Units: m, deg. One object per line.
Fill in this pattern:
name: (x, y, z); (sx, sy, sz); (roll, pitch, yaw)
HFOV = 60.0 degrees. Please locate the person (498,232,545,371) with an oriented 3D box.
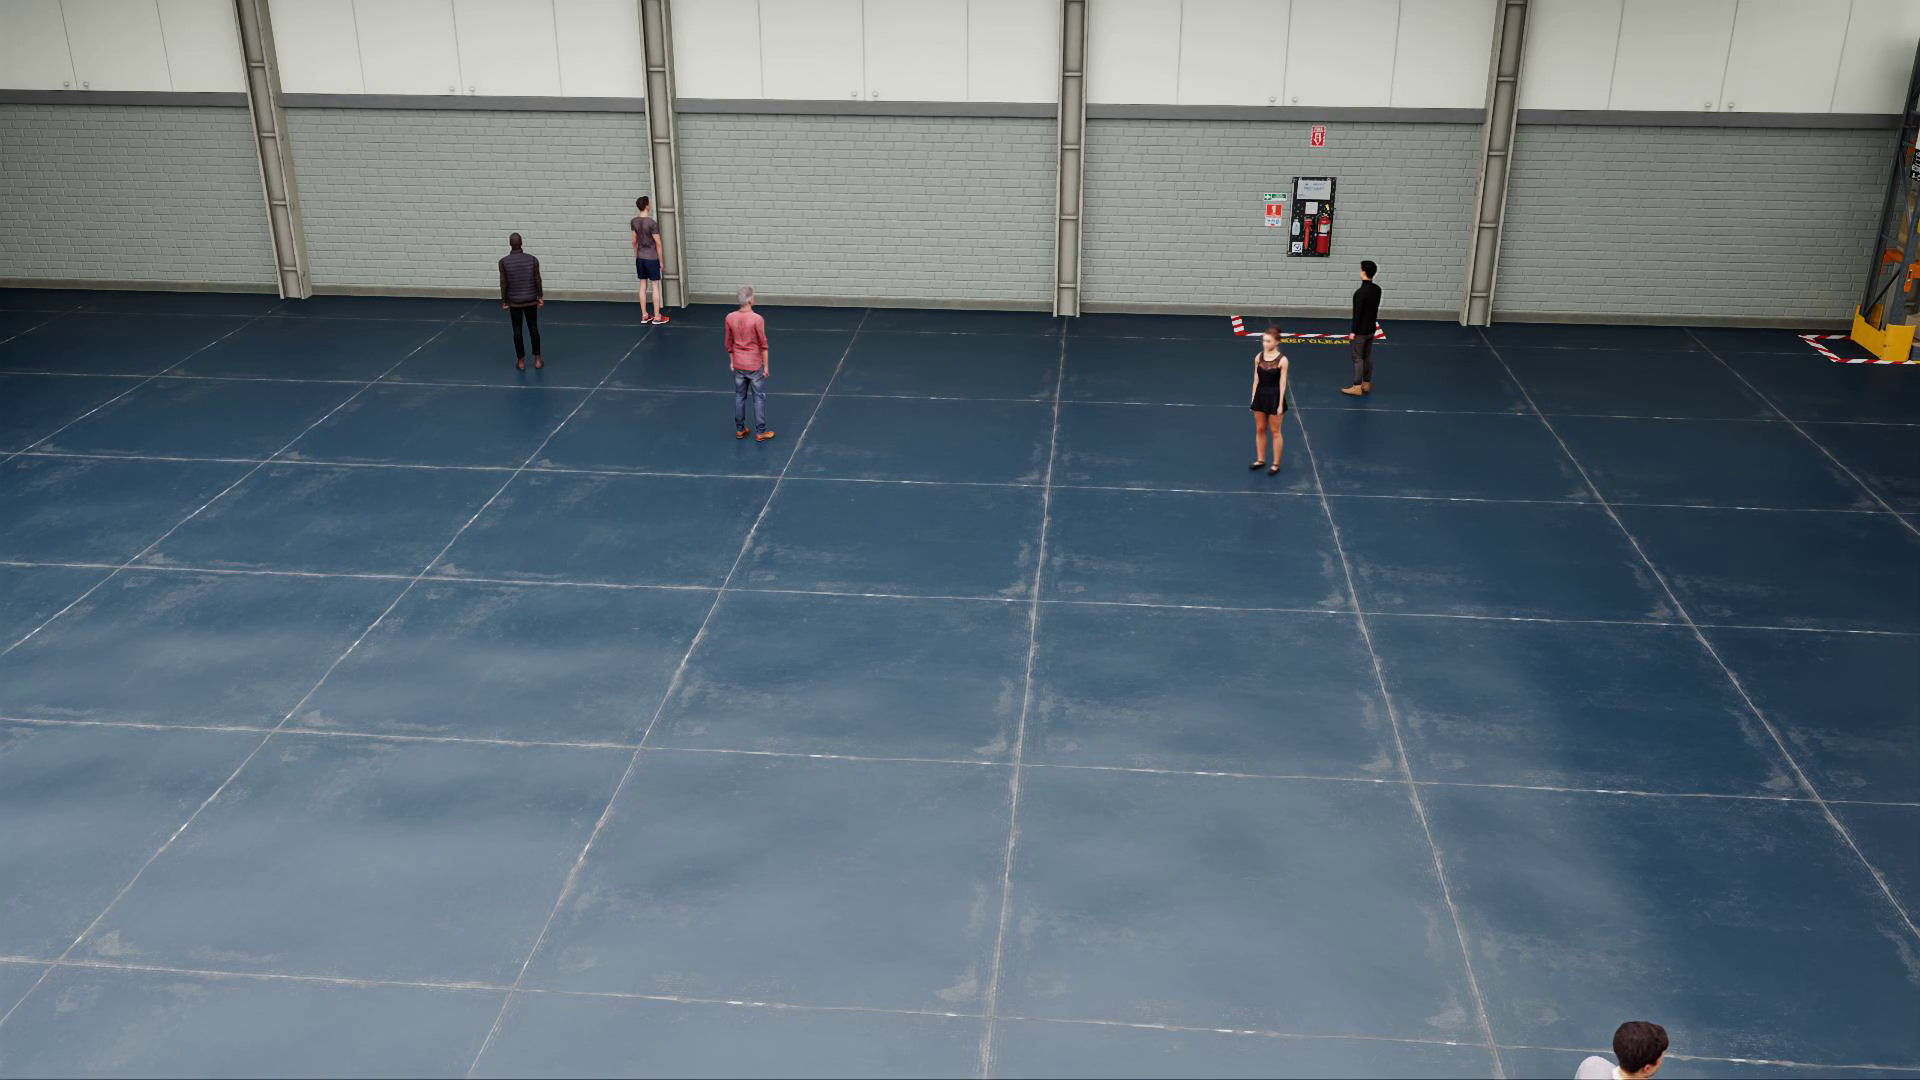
person: (-5.828, -3.186, 22.138); (0.671, 1.836, 0.837); (-8, 24, -18)

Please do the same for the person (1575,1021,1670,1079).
person: (2.952, 2.973, 7.544); (0.813, 1.923, 0.839); (-9, 25, -20)

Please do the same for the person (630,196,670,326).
person: (-4.545, -4.072, 24.200); (0.609, 1.853, 0.770); (10, 25, 23)

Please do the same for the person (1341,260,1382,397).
person: (5.129, -2.705, 21.152); (0.711, 1.722, 0.755); (-20, 30, -39)

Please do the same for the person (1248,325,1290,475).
person: (3.456, -1.568, 18.535); (0.670, 1.679, 0.749); (19, 30, 38)

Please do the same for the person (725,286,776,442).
person: (-2.484, -2.076, 19.534); (0.603, 1.831, 0.806); (9, 25, 20)
